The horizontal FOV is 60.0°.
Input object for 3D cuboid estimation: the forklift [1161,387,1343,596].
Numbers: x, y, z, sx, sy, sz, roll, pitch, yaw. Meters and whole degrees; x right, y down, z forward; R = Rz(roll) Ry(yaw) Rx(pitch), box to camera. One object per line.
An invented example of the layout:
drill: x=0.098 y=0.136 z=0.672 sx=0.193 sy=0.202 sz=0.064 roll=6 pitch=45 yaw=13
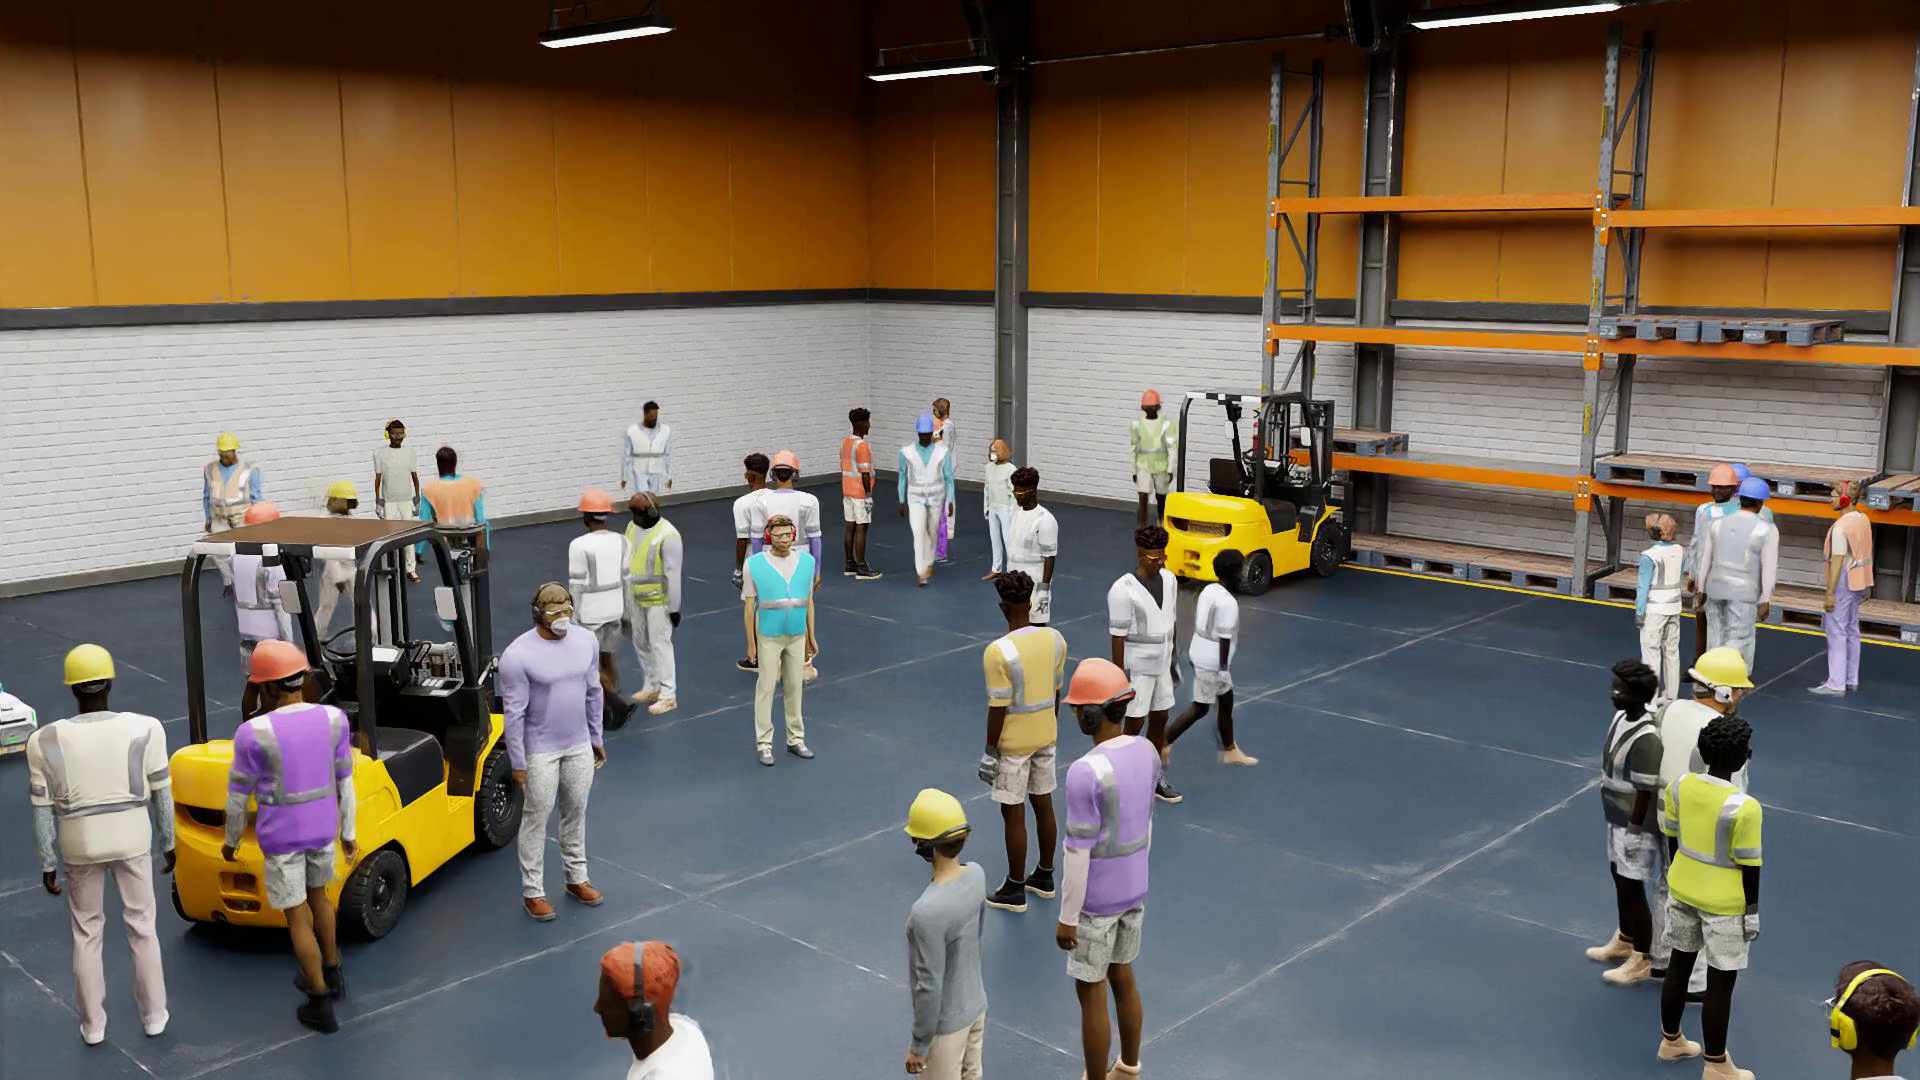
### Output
forklift: x=3.298 y=-0.608 z=18.767 sx=1.214 sy=2.155 sz=2.313 roll=9 pitch=13 yaw=42

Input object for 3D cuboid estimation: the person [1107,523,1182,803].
person: x=1.256 y=0.844 z=11.206 sx=0.622 sy=1.950 sz=0.389 roll=-9 pitch=13 yaw=-41

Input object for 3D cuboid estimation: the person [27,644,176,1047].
person: x=-4.057 y=1.439 z=7.912 sx=0.589 sy=1.917 sz=0.404 roll=-5 pitch=11 yaw=-25

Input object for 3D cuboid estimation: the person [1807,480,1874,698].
person: x=7.454 y=0.411 z=13.999 sx=0.566 sy=1.836 sz=0.382 roll=-9 pitch=13 yaw=-42

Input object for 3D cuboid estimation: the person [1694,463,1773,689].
person: x=6.605 y=0.313 z=14.251 sx=0.610 sy=1.936 sz=0.410 roll=1 pitch=10 yaw=5

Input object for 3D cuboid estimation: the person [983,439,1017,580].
person: x=0.453 y=-0.328 z=18.796 sx=0.272 sy=1.627 sz=0.502 roll=-9 pitch=13 yaw=-41

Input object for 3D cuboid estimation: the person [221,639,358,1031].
person: x=-3.249 y=1.412 z=8.057 sx=0.633 sy=1.908 sz=0.559 roll=9 pitch=13 yaw=40

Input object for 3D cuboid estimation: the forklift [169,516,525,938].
forklift: x=-3.583 y=0.976 z=9.748 sx=1.214 sy=2.155 sz=2.313 roll=2 pitch=10 yaw=11

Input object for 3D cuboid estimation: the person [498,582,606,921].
person: x=-2.285 y=1.175 z=9.390 sx=0.380 sy=1.931 sz=0.631 roll=9 pitch=14 yaw=43

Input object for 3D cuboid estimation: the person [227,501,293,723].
person: x=-5.104 y=0.673 z=12.252 sx=0.544 sy=1.933 sz=0.377 roll=6 pitch=11 yaw=29

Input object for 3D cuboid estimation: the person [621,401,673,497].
person: x=-3.968 y=-0.832 z=21.038 sx=0.643 sy=1.868 sz=1.023 roll=-6 pitch=11 yaw=-29

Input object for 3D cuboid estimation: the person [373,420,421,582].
person: x=-6.326 y=-0.429 z=18.721 sx=0.509 sy=1.858 sz=0.334 roll=-6 pitch=12 yaw=-32

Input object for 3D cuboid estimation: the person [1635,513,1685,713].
person: x=5.690 y=0.594 z=13.547 sx=0.518 sy=1.633 sz=0.317 roll=-6 pitch=12 yaw=-31

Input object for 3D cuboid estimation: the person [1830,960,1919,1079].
person: x=2.428 y=2.057 z=4.552 sx=0.505 sy=1.864 sz=0.331 roll=-2 pitch=10 yaw=-9

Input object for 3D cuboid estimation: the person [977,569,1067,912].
person: x=0.347 y=1.138 z=9.489 sx=0.602 sy=1.961 sz=0.371 roll=-10 pitch=14 yaw=-43

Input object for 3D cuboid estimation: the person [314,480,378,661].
person: x=-5.568 y=0.292 z=15.080 sx=0.919 sy=1.680 sz=0.492 roll=3 pitch=10 yaw=15

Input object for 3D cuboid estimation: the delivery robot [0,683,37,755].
delivery robot: x=-7.111 y=1.303 z=12.286 sx=0.707 sy=0.478 sz=0.477 roll=10 pitch=14 yaw=43

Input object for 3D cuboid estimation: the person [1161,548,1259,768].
person: x=1.736 y=0.862 z=11.940 sx=0.824 sy=1.650 sz=0.568 roll=-1 pitch=10 yaw=-4

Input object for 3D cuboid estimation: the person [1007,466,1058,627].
person: x=0.573 y=0.351 z=13.973 sx=0.372 sy=1.960 sz=0.604 roll=-6 pitch=11 yaw=-30

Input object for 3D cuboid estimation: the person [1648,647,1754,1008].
person: x=3.685 y=1.421 z=8.286 sx=0.403 sy=1.818 sz=0.605 roll=-2 pitch=10 yaw=-11

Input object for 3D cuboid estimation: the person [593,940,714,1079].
person: x=-0.865 y=2.022 z=4.737 sx=0.406 sy=1.870 sz=0.578 roll=0 pitch=10 yaw=2

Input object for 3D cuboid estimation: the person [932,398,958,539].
person: x=-0.201 y=-0.928 z=21.606 sx=0.344 sy=1.839 sz=0.504 roll=1 pitch=10 yaw=6

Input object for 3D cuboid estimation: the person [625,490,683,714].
person: x=-2.481 y=0.492 z=13.570 sx=0.666 sy=1.823 sz=0.466 roll=10 pitch=14 yaw=44

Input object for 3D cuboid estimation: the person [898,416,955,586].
person: x=-0.374 y=-0.453 z=18.751 sx=0.632 sy=1.894 sz=0.987 roll=-1 pitch=10 yaw=-5

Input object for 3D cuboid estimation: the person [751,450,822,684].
person: x=-1.495 y=0.238 z=14.411 sx=0.605 sy=2.035 sz=0.385 roll=0 pitch=10 yaw=1

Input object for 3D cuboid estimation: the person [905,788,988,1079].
person: x=-0.069 y=1.798 z=6.291 sx=0.318 sy=1.766 sz=0.533 roll=4 pitch=11 yaw=23

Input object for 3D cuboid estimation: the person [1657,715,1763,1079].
person: x=3.398 y=1.618 z=7.513 sx=0.318 sy=1.696 sz=0.532 roll=-4 pitch=11 yaw=-21

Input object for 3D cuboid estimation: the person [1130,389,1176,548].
person: x=2.461 y=-0.935 z=21.245 sx=0.612 sy=1.996 sz=1.086 roll=3 pitch=10 yaw=14

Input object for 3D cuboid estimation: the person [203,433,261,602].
person: x=-7.752 y=-0.239 z=17.721 sx=0.617 sy=1.821 sz=0.425 roll=-1 pitch=10 yaw=-4

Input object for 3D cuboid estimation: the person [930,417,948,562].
person: x=-0.292 y=-0.609 z=20.051 sx=0.335 sy=1.743 sz=0.561 roll=0 pitch=10 yaw=0

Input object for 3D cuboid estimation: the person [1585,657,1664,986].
person: x=3.459 y=1.436 z=8.565 sx=0.318 sy=1.693 sz=0.546 roll=2 pitch=10 yaw=9

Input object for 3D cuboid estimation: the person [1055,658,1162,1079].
person: x=0.609 y=1.510 z=7.196 sx=0.410 sy=2.030 sz=0.611 roll=7 pitch=12 yaw=37

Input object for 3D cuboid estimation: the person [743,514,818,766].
person: x=-1.320 y=0.716 z=12.221 sx=0.568 sy=1.845 sz=0.386 roll=-6 pitch=12 yaw=-31

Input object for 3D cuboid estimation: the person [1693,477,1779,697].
person: x=6.331 y=0.435 z=13.667 sx=0.773 sy=1.912 sz=0.651 roll=-6 pitch=12 yaw=-31

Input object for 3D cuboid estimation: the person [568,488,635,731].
person: x=-2.741 y=0.564 z=12.852 sx=0.587 sy=1.926 sz=0.553 roll=8 pitch=13 yaw=39

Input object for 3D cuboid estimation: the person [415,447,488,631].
person: x=-4.931 y=0.037 z=16.021 sx=0.623 sy=1.862 sz=1.003 roll=-9 pitch=14 yaw=-42

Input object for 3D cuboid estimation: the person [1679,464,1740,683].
person: x=6.477 y=0.311 z=14.253 sx=0.348 sy=1.942 sz=0.546 roll=-5 pitch=11 yaw=-28

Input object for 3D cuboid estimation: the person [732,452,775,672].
person: x=-1.778 y=0.194 z=14.852 sx=0.367 sy=1.967 sz=0.606 roll=9 pitch=14 yaw=42

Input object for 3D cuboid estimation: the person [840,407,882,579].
person: x=-1.153 y=-0.540 z=19.029 sx=0.368 sy=1.966 sz=0.602 roll=-6 pitch=11 yaw=-29
